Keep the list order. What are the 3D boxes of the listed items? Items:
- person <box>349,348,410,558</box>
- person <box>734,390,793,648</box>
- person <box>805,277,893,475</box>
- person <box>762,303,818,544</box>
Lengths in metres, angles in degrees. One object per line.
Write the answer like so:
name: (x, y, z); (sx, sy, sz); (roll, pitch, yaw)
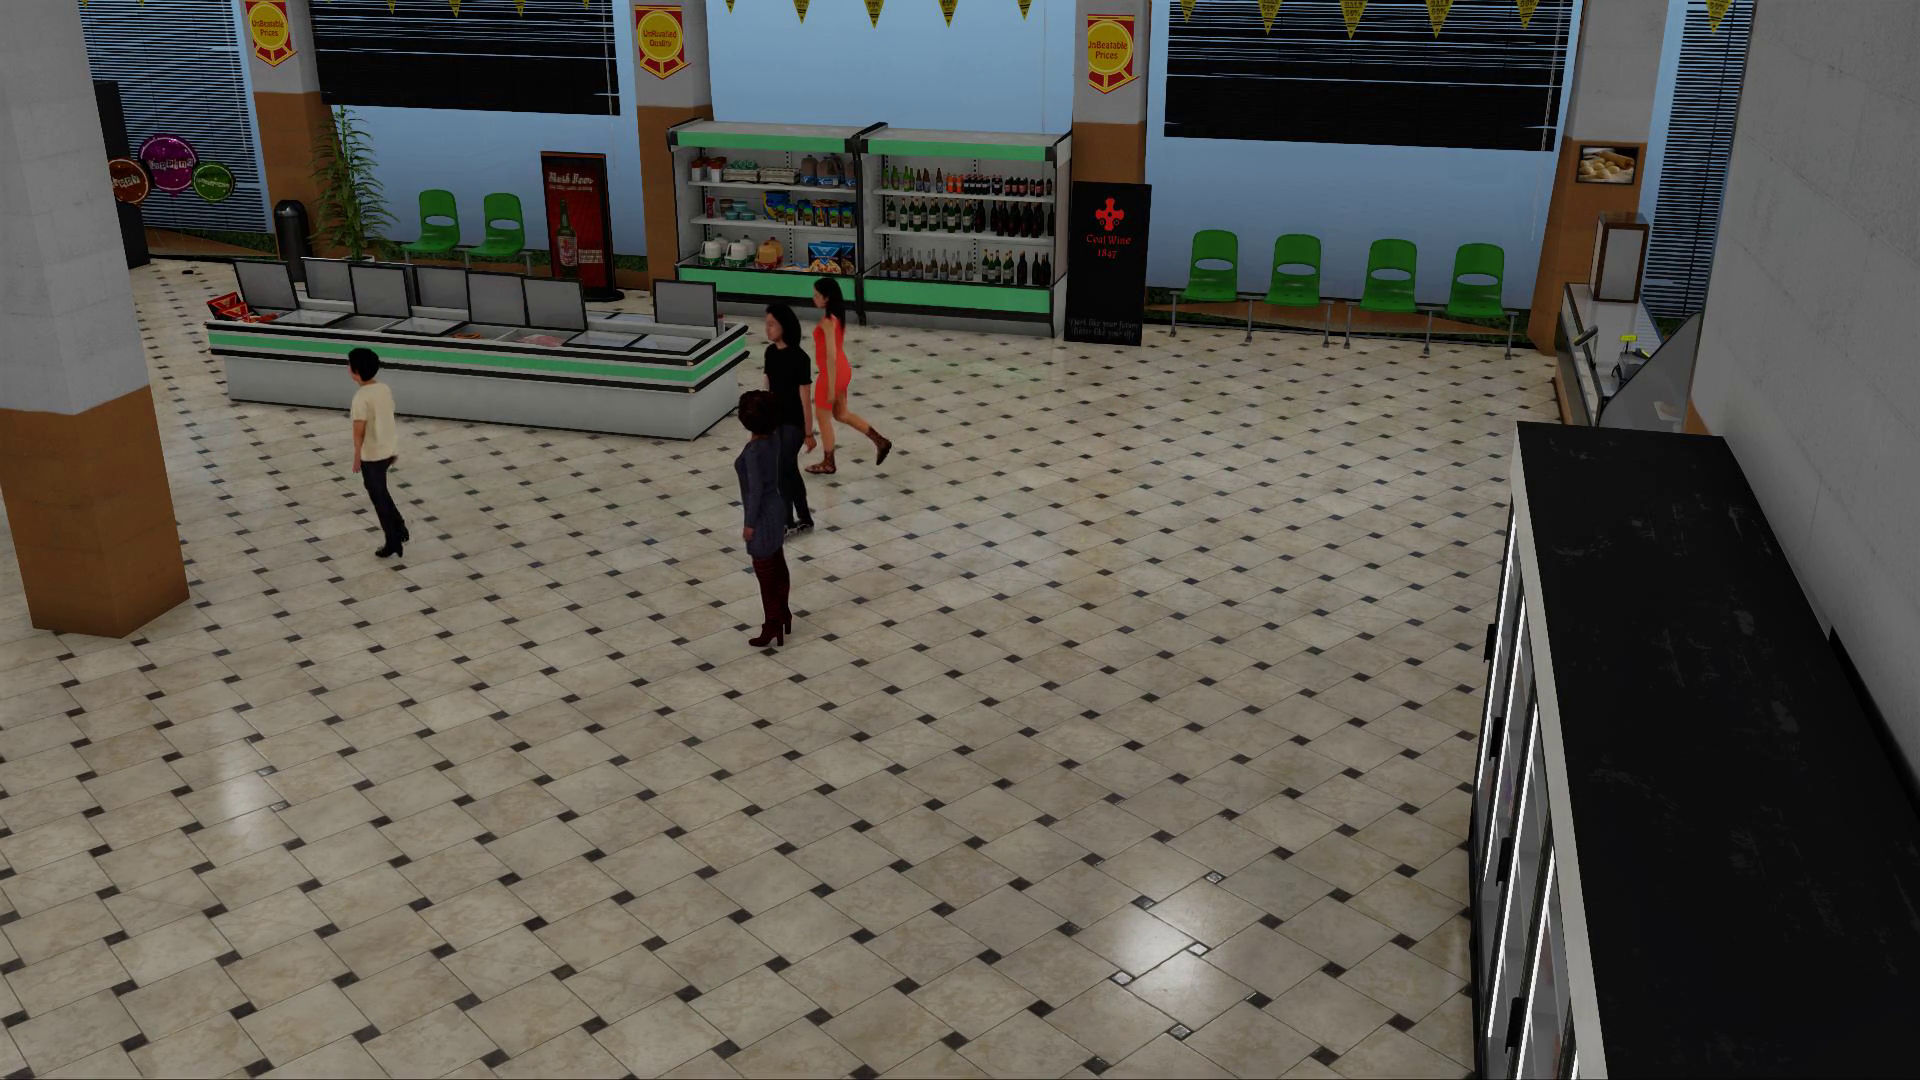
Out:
person: (-4.165, -0.608, 12.056); (0.571, 1.578, 0.617); (4, 22, 9)
person: (-1.256, -0.140, 10.715); (0.500, 1.710, 0.574); (6, 23, 16)
person: (-0.954, -1.304, 13.634); (0.994, 1.694, 0.671); (3, 22, 8)
person: (-1.204, -0.892, 12.444); (0.880, 1.816, 0.812); (-17, 27, -36)
